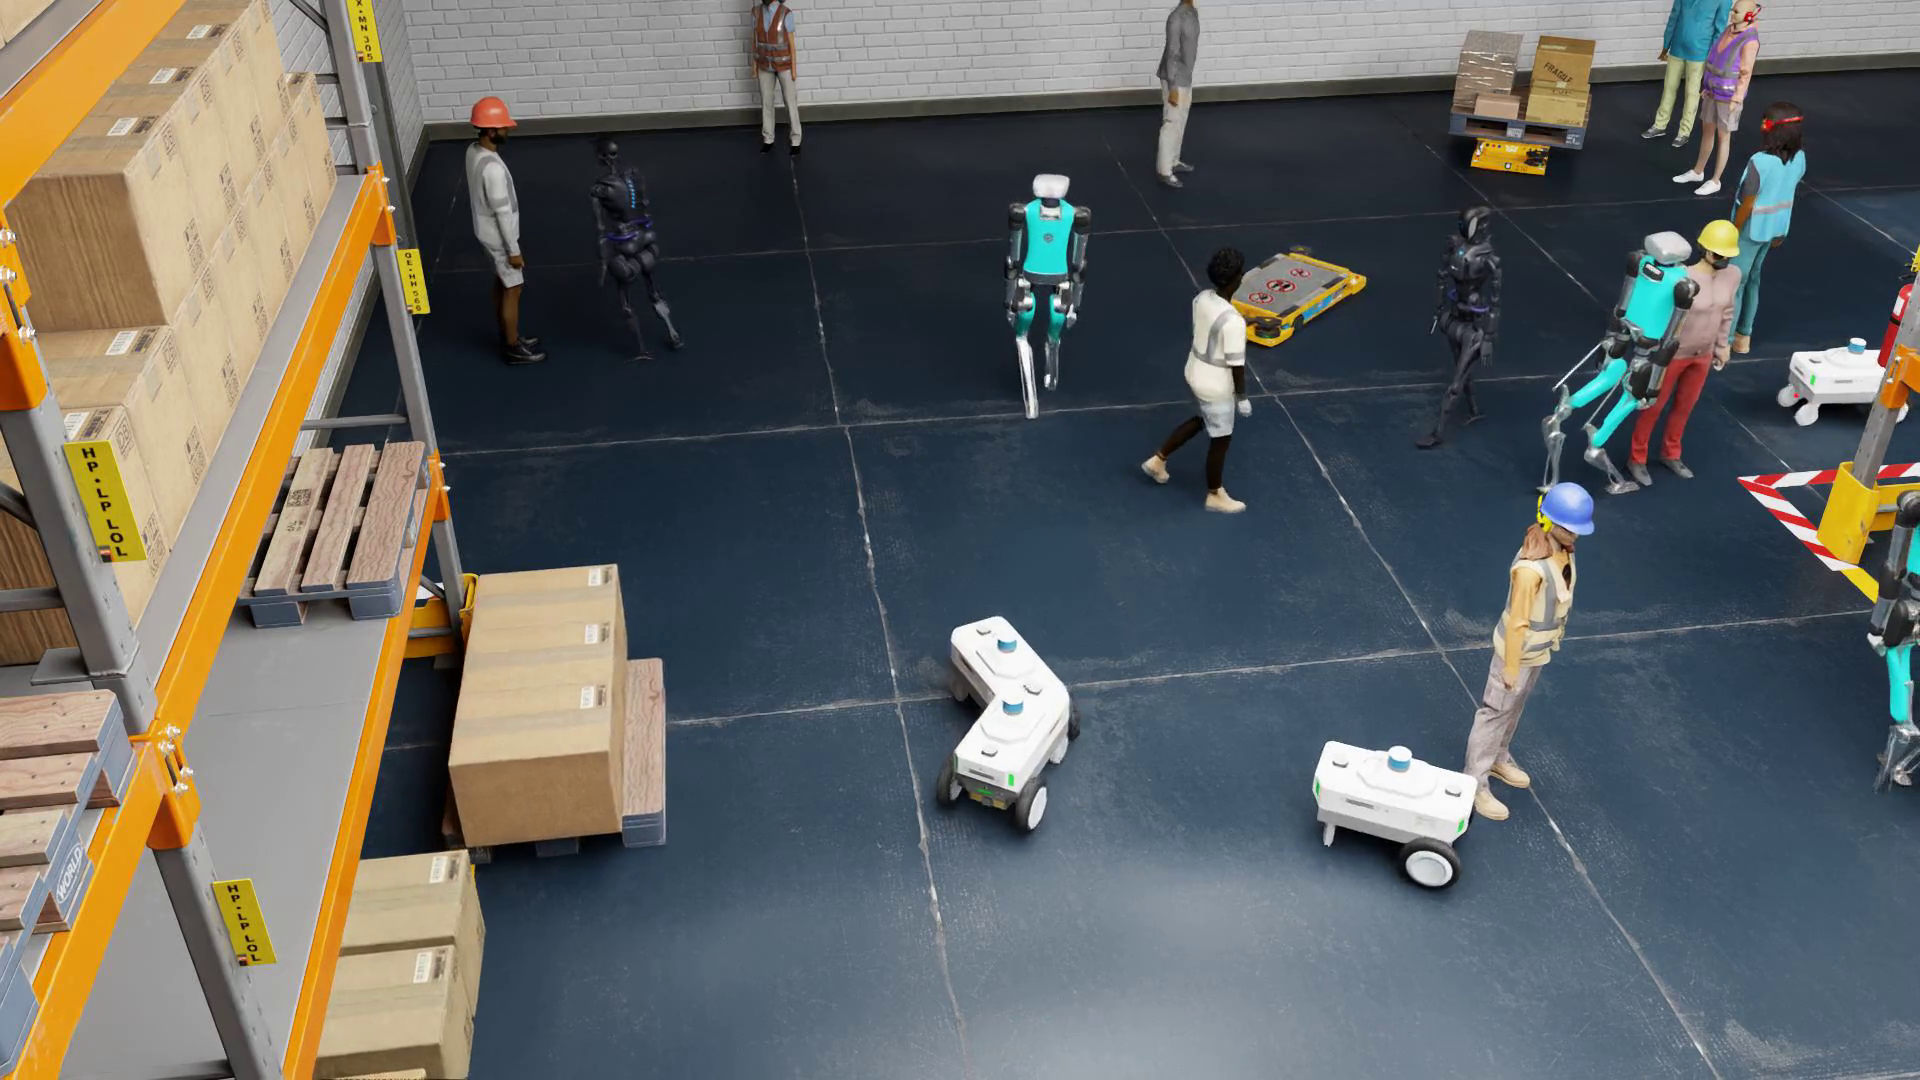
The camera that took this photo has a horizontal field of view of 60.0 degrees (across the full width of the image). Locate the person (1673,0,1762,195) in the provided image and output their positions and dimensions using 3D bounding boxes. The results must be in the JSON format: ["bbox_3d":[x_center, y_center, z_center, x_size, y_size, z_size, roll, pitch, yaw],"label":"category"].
[{"bbox_3d":[6.637,-3.856,14.456,0.347,1.694,0.484,-6,34,-10],"label":"person"}]

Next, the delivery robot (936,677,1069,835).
[{"bbox_3d":[0.256,0.989,8.065,0.499,0.583,0.759,15,36,22],"label":"delivery robot"}]

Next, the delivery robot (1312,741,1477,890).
[{"bbox_3d":[2.038,1.232,7.721,0.785,0.614,0.510,13,35,19],"label":"delivery robot"}]

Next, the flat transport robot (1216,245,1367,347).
[{"bbox_3d":[2.477,-1.873,12.722,0.659,0.231,1.431,25,40,32],"label":"flat transport robot"}]

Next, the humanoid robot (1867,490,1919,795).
[{"bbox_3d":[4.581,0.546,7.780,0.547,1.903,0.716,-2,33,-4],"label":"humanoid robot"}]

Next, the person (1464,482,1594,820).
[{"bbox_3d":[2.642,0.499,7.707,0.321,1.775,0.471,24,40,31],"label":"person"}]

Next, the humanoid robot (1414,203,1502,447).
[{"bbox_3d":[3.249,-1.405,10.740,0.718,1.624,0.590,-17,37,-24],"label":"humanoid robot"}]

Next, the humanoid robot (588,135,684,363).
[{"bbox_3d":[-2.269,-2.029,11.679,0.456,1.647,0.600,18,37,26],"label":"humanoid robot"}]

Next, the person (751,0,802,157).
[{"bbox_3d":[-1.693,-4.349,15.225,0.431,1.681,0.318,10,34,15],"label":"person"}]

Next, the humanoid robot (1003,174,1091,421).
[{"bbox_3d":[0.558,-1.638,11.098,0.553,1.866,0.824,1,33,2],"label":"humanoid robot"}]

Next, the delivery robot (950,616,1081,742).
[{"bbox_3d":[0.243,0.727,8.465,0.499,0.581,0.768,-15,36,-22],"label":"delivery robot"}]

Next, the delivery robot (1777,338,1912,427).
[{"bbox_3d":[5.998,-1.081,11.236,0.773,0.582,0.499,-2,33,-2],"label":"delivery robot"}]

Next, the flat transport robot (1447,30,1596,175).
[{"bbox_3d":[5.227,-3.789,15.658,0.659,0.231,1.431,12,35,17],"label":"flat transport robot"}]

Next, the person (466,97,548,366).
[{"bbox_3d":[-3.182,-2.139,11.619,0.388,1.926,0.546,-17,37,-24],"label":"person"}]

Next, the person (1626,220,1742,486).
[{"bbox_3d":[4.486,-1.145,10.243,0.525,1.764,0.333,-10,35,-15],"label":"person"}]

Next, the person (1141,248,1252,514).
[{"bbox_3d":[1.467,-0.928,9.974,0.569,1.697,0.618,-6,34,-10],"label":"person"}]

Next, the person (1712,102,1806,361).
[{"bbox_3d":[5.583,-2.146,11.681,0.557,1.862,0.385,-17,37,-24],"label":"person"}]

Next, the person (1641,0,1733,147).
[{"bbox_3d":[6.785,-4.562,15.485,0.335,1.748,0.572,-22,39,-30],"label":"person"}]

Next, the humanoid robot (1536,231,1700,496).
[{"bbox_3d":[3.880,-0.976,10.030,0.886,1.781,0.557,-11,35,-17],"label":"humanoid robot"}]

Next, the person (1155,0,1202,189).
[{"bbox_3d":[1.926,-4.055,14.597,0.390,1.883,0.645,16,36,23],"label":"person"}]
